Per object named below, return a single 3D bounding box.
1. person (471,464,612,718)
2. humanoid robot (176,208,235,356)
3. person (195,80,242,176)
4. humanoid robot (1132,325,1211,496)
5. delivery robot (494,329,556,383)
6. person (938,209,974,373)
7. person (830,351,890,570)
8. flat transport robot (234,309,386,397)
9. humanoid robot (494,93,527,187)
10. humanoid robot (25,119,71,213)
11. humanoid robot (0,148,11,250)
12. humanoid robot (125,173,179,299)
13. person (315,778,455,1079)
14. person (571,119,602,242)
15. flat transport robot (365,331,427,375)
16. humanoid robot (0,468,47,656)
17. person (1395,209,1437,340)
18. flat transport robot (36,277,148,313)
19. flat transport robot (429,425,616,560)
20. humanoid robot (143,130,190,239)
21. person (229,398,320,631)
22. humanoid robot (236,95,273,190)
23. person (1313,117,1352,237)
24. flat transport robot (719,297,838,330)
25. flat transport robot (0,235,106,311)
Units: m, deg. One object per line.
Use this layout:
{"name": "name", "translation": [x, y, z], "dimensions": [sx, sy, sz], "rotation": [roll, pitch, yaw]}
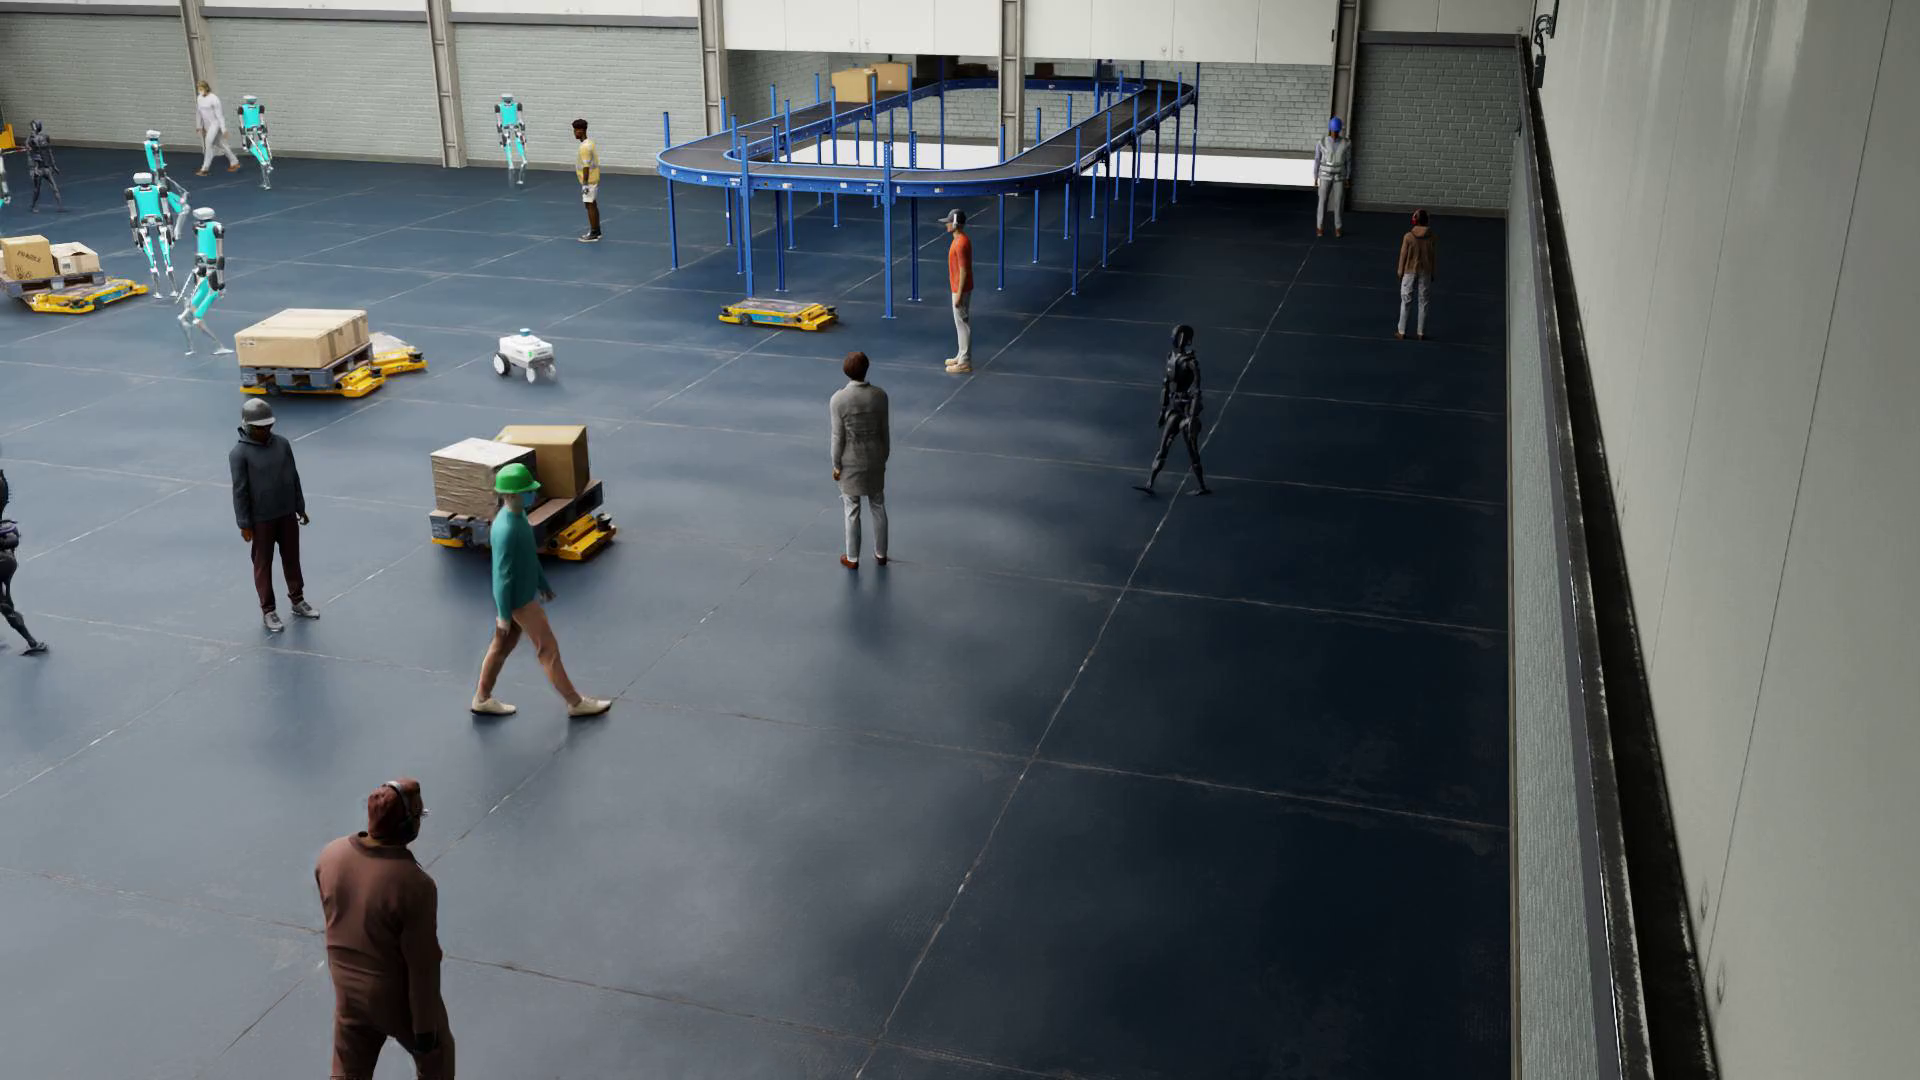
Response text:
{"name": "person", "translation": [-2.906, 0.352, 11.098], "dimensions": [0.968, 1.818, 0.539], "rotation": [-2, 21, -6]}
{"name": "humanoid robot", "translation": [-9.256, -3.074, 20.149], "dimensions": [0.531, 1.803, 0.811], "rotation": [14, 25, 32]}
{"name": "person", "translation": [-15.044, -8.320, 33.535], "dimensions": [0.704, 1.879, 0.982], "rotation": [16, 26, 36]}
{"name": "humanoid robot", "translation": [2.009, -1.161, 15.283], "dimensions": [0.754, 1.628, 0.600], "rotation": [-11, 24, -26]}
{"name": "delivery robot", "translation": [-5.064, -2.164, 19.398], "dimensions": [0.779, 0.598, 0.499], "rotation": [20, 28, 41]}
{"name": "person", "translation": [-0.043, -2.914, 19.454], "dimensions": [0.413, 1.910, 0.478], "rotation": [0, 21, 0]}
{"name": "person", "translation": [-0.821, -0.650, 13.701], "dimensions": [0.503, 1.828, 0.369], "rotation": [-7, 22, -18]}
{"name": "flat transport robot", "translation": [-7.352, -1.813, 18.881], "dimensions": [1.431, 0.231, 0.659], "rotation": [2, 21, 5]}
{"name": "humanoid robot", "translation": [-8.563, -7.600, 31.972], "dimensions": [0.547, 1.871, 0.748], "rotation": [-10, 23, -24]}
{"name": "humanoid robot", "translation": [-16.265, -6.600, 29.414], "dimensions": [0.793, 1.628, 0.606], "rotation": [6, 22, 16]}
{"name": "humanoid robot", "translation": [-15.397, -5.447, 26.300], "dimensions": [0.570, 1.786, 0.688], "rotation": [7, 22, 18]}
{"name": "humanoid robot", "translation": [-10.947, -4.104, 22.596], "dimensions": [0.533, 1.677, 0.735], "rotation": [-10, 23, -24]}
{"name": "person", "translation": [-2.442, 1.914, 7.036], "dimensions": [0.656, 1.852, 0.728], "rotation": [9, 23, 23]}
{"name": "person", "translation": [-6.034, -5.835, 26.967], "dimensions": [0.379, 1.957, 0.603], "rotation": [-1, 21, -3]}
{"name": "flat transport robot", "translation": [-7.020, -2.244, 19.999], "dimensions": [0.659, 0.231, 1.431], "rotation": [-17, 27, -36]}
{"name": "humanoid robot", "translation": [-7.059, 0.088, 12.017], "dimensions": [0.553, 1.648, 0.617], "rotation": [-11, 24, -27]}
{"name": "person", "translation": [5.739, -3.327, 20.894], "dimensions": [0.463, 1.648, 0.326], "rotation": [2, 21, 5]}
{"name": "flat transport robot", "translation": [-11.955, -3.373, 22.925], "dimensions": [0.659, 0.231, 1.431], "rotation": [4, 21, 10]}
{"name": "flat transport robot", "translation": [-3.778, -0.082, 14.391], "dimensions": [1.431, 0.231, 0.659], "rotation": [6, 22, 15]}
{"name": "humanoid robot", "translation": [-12.847, -5.755, 27.155], "dimensions": [0.699, 1.860, 0.554], "rotation": [-15, 25, -33]}
{"name": "person", "translation": [-5.208, -0.207, 12.580], "dimensions": [0.379, 1.807, 0.546], "rotation": [15, 26, 34]}
{"name": "humanoid robot", "translation": [-13.347, -7.554, 31.780], "dimensions": [0.878, 1.781, 0.545], "rotation": [18, 27, 38]}
{"name": "person", "translation": [6.114, -5.960, 27.326], "dimensions": [0.618, 1.936, 0.414], "rotation": [2, 21, 4]}
{"name": "flat transport robot", "translation": [-2.390, -2.976, 21.897], "dimensions": [1.431, 0.231, 0.659], "rotation": [8, 23, 20]}
{"name": "flat transport robot", "translation": [-12.594, -3.433, 23.083], "dimensions": [0.659, 0.231, 1.431], "rotation": [-16, 26, -36]}
